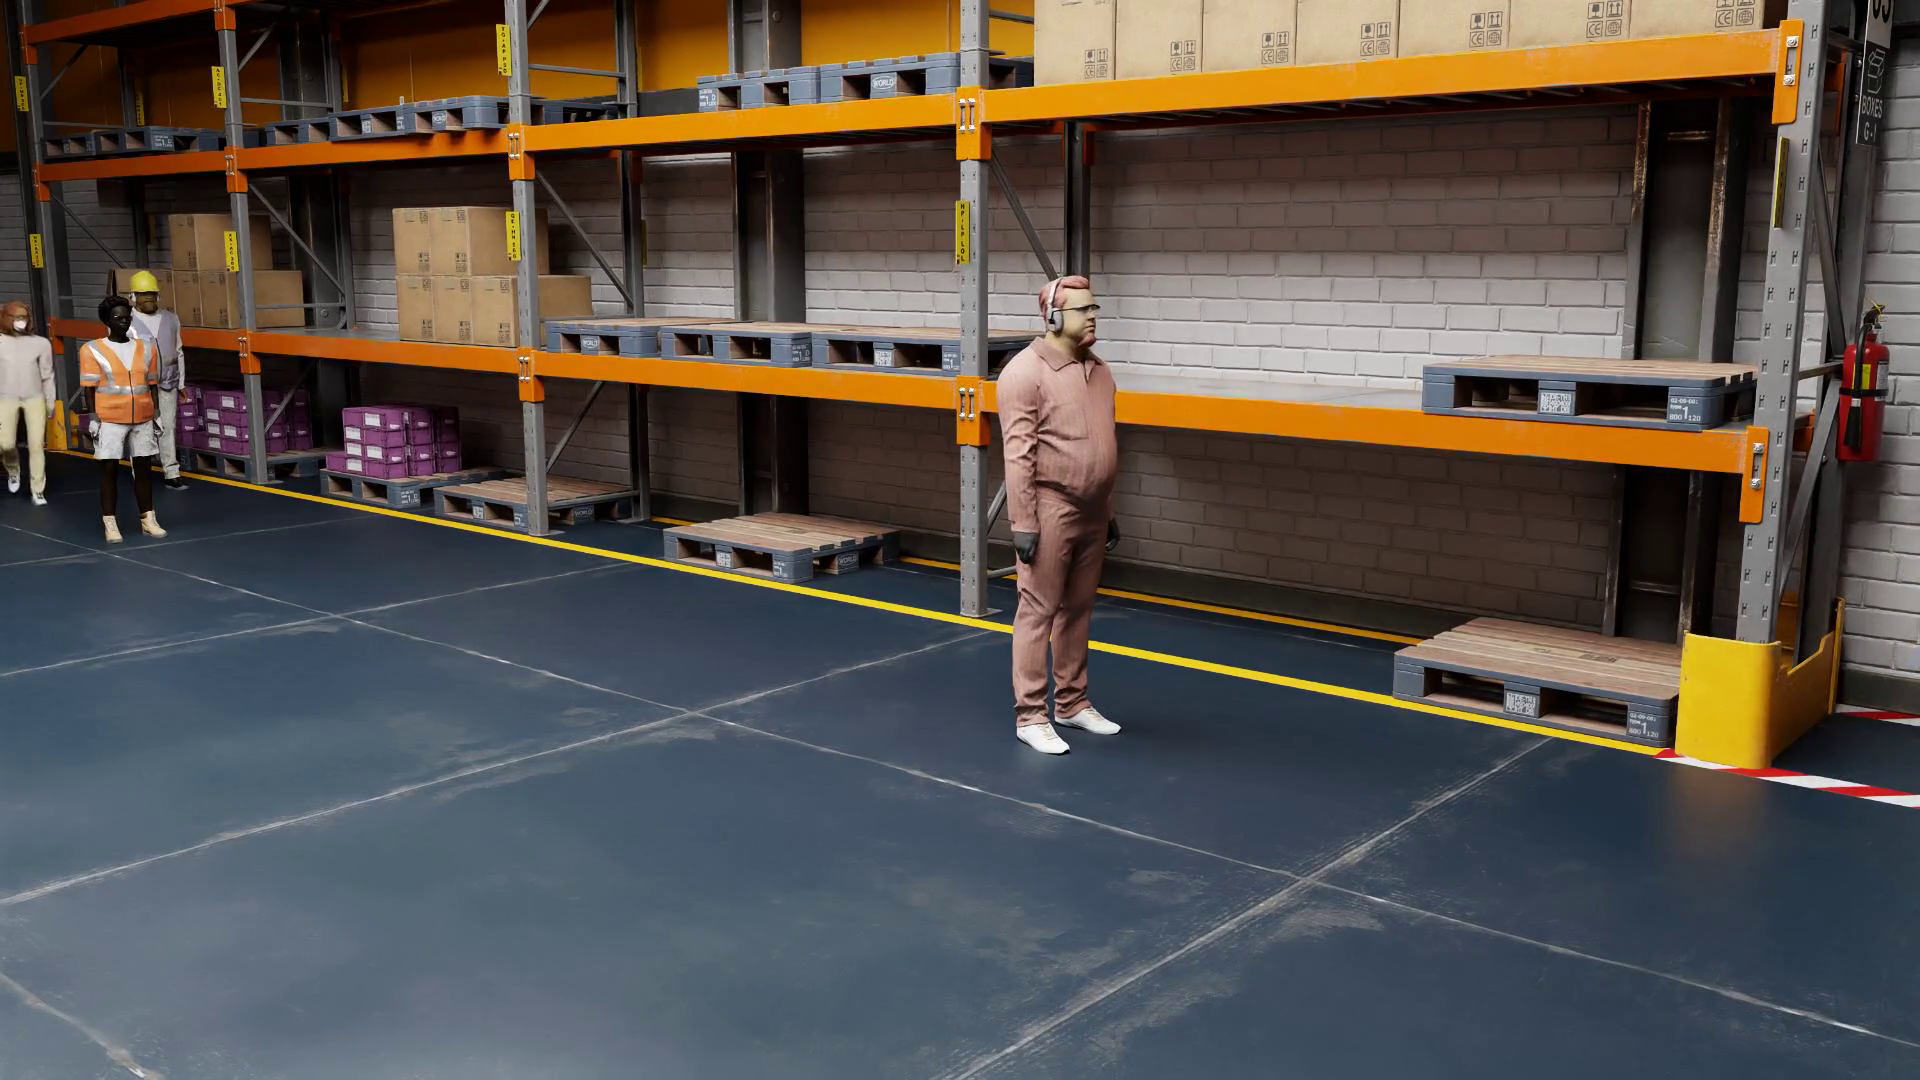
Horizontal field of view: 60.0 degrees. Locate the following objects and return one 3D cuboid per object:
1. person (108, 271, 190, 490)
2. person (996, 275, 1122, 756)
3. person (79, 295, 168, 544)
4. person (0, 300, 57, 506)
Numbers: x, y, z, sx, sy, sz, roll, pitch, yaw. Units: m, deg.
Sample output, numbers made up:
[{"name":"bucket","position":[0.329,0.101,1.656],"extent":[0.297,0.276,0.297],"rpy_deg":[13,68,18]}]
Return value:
[{"name":"person","position":[-6.698,-1.301,13.782],"extent":[0.404,1.833,0.590],"rpy_deg":[8,13,39]},{"name":"person","position":[0.437,-0.107,6.758],"extent":[0.410,1.913,0.643],"rpy_deg":[8,13,39]},{"name":"person","position":[-5.778,-0.834,11.503],"extent":[0.318,1.700,0.535],"rpy_deg":[8,13,39]},{"name":"person","position":[-7.442,-1.093,13.175],"extent":[0.519,1.616,0.544],"rpy_deg":[-7,12,-34]}]
